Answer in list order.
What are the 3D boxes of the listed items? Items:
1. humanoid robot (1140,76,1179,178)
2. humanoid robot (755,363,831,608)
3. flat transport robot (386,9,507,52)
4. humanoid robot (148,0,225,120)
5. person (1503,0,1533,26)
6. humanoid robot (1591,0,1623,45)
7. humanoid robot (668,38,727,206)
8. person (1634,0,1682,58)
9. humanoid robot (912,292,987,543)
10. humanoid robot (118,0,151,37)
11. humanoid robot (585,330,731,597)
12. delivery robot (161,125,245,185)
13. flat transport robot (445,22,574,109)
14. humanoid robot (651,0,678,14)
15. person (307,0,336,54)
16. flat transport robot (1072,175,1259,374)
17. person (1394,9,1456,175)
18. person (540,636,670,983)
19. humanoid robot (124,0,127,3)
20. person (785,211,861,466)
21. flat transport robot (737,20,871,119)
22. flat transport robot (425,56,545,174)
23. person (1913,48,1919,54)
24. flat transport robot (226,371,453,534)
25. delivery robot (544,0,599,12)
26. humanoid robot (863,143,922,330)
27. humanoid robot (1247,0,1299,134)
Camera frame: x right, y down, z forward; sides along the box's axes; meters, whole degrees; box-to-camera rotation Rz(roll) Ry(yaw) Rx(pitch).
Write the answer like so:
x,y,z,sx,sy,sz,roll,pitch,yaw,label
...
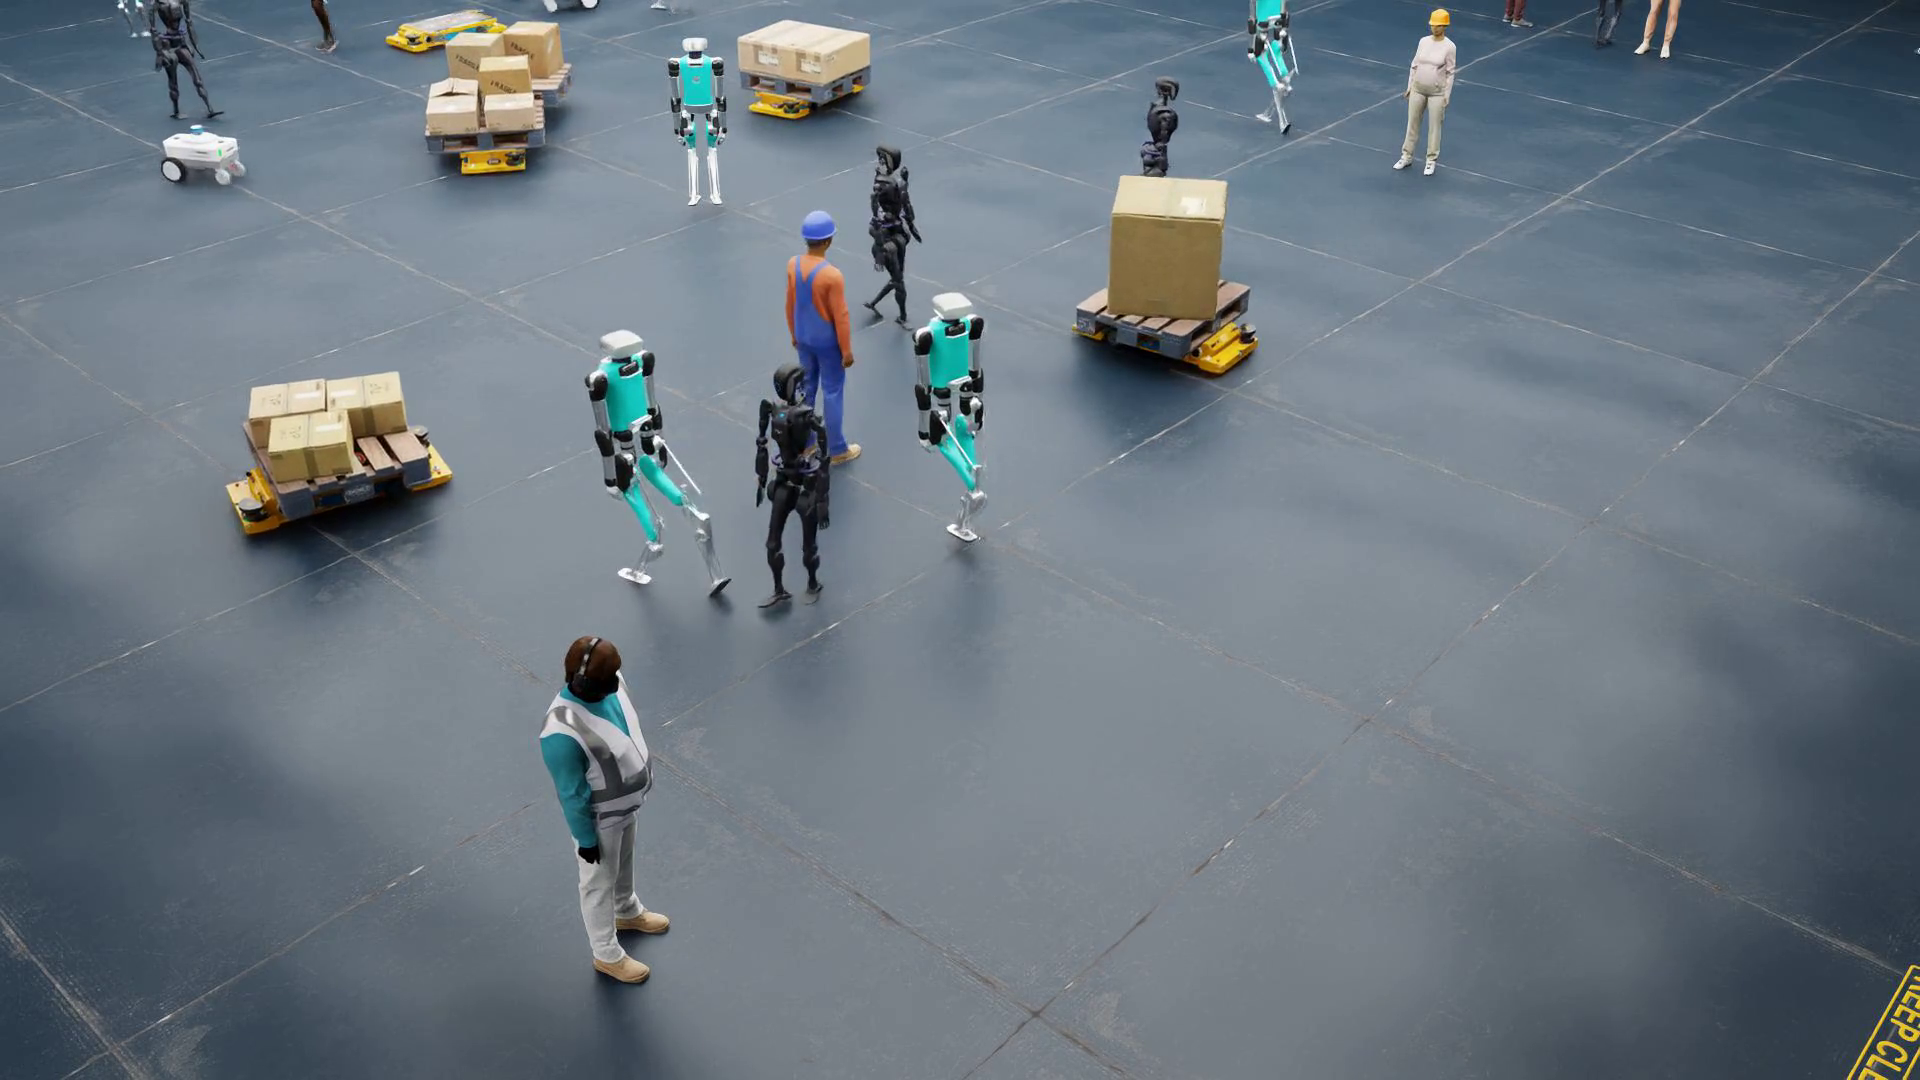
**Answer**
x,y,z,sx,sy,sz,roll,pitch,yaw,label
1.827,-3.483,15.420,0.353,1.650,0.594,0,32,-1,humanoid robot
-1.059,-0.299,10.311,0.587,1.647,0.509,18,36,27,humanoid robot
-6.797,-6.743,22.012,0.659,0.231,1.431,26,40,35,flat transport robot
-8.815,-5.543,18.768,0.741,1.625,0.610,16,35,23,humanoid robot
7.628,-7.835,22.315,0.380,1.806,0.548,-7,32,-11,person
8.422,-7.229,21.477,0.585,1.648,0.399,27,41,37,humanoid robot
-2.541,-4.141,16.304,0.533,1.677,0.735,-3,32,-5,humanoid robot
8.981,-7.055,20.998,0.516,1.870,0.364,19,37,28,person
0.048,-0.699,10.900,0.549,1.800,0.832,-23,39,-32,humanoid robot
-10.937,-7.465,21.798,0.550,1.811,0.668,-10,33,-15,humanoid robot
-1.813,-0.395,10.417,0.961,1.771,0.540,19,36,27,humanoid robot
-7.930,-4.021,17.374,0.810,0.612,0.499,7,33,11,delivery robot
-5.165,-5.098,19.363,0.659,0.231,1.431,0,32,0,flat transport robot
-4.143,-8.105,22.925,0.742,1.896,0.551,11,34,18,humanoid robot
-8.208,-7.144,21.083,0.658,1.930,0.671,13,34,20,person
1.712,-1.755,13.980,1.431,0.231,0.659,20,37,29,flat transport robot
4.887,-4.665,17.311,0.467,1.697,0.316,21,37,30,person
-1.626,1.222,7.702,0.429,1.838,0.620,6,32,9,person
-11.765,-8.423,23.354,0.531,1.794,0.794,2,32,3,humanoid robot
-0.990,-1.442,11.923,0.530,1.907,0.373,20,37,29,person
-1.802,-5.283,19.662,0.659,0.231,1.431,18,36,26,flat transport robot
-5.112,-4.301,18.080,0.659,0.231,1.431,-6,32,-10,flat transport robot
12.462,-6.892,20.967,0.517,1.626,0.503,-3,32,-5,person
-4.432,-0.446,11.872,1.431,0.231,0.659,-18,36,-27,flat transport robot
-5.461,-7.719,23.331,0.814,0.613,0.499,-11,33,-17,delivery robot
-0.601,-2.580,14.016,0.566,1.651,0.616,23,38,32,humanoid robot
3.586,-5.425,18.548,0.561,1.815,0.884,-14,35,-22,humanoid robot
